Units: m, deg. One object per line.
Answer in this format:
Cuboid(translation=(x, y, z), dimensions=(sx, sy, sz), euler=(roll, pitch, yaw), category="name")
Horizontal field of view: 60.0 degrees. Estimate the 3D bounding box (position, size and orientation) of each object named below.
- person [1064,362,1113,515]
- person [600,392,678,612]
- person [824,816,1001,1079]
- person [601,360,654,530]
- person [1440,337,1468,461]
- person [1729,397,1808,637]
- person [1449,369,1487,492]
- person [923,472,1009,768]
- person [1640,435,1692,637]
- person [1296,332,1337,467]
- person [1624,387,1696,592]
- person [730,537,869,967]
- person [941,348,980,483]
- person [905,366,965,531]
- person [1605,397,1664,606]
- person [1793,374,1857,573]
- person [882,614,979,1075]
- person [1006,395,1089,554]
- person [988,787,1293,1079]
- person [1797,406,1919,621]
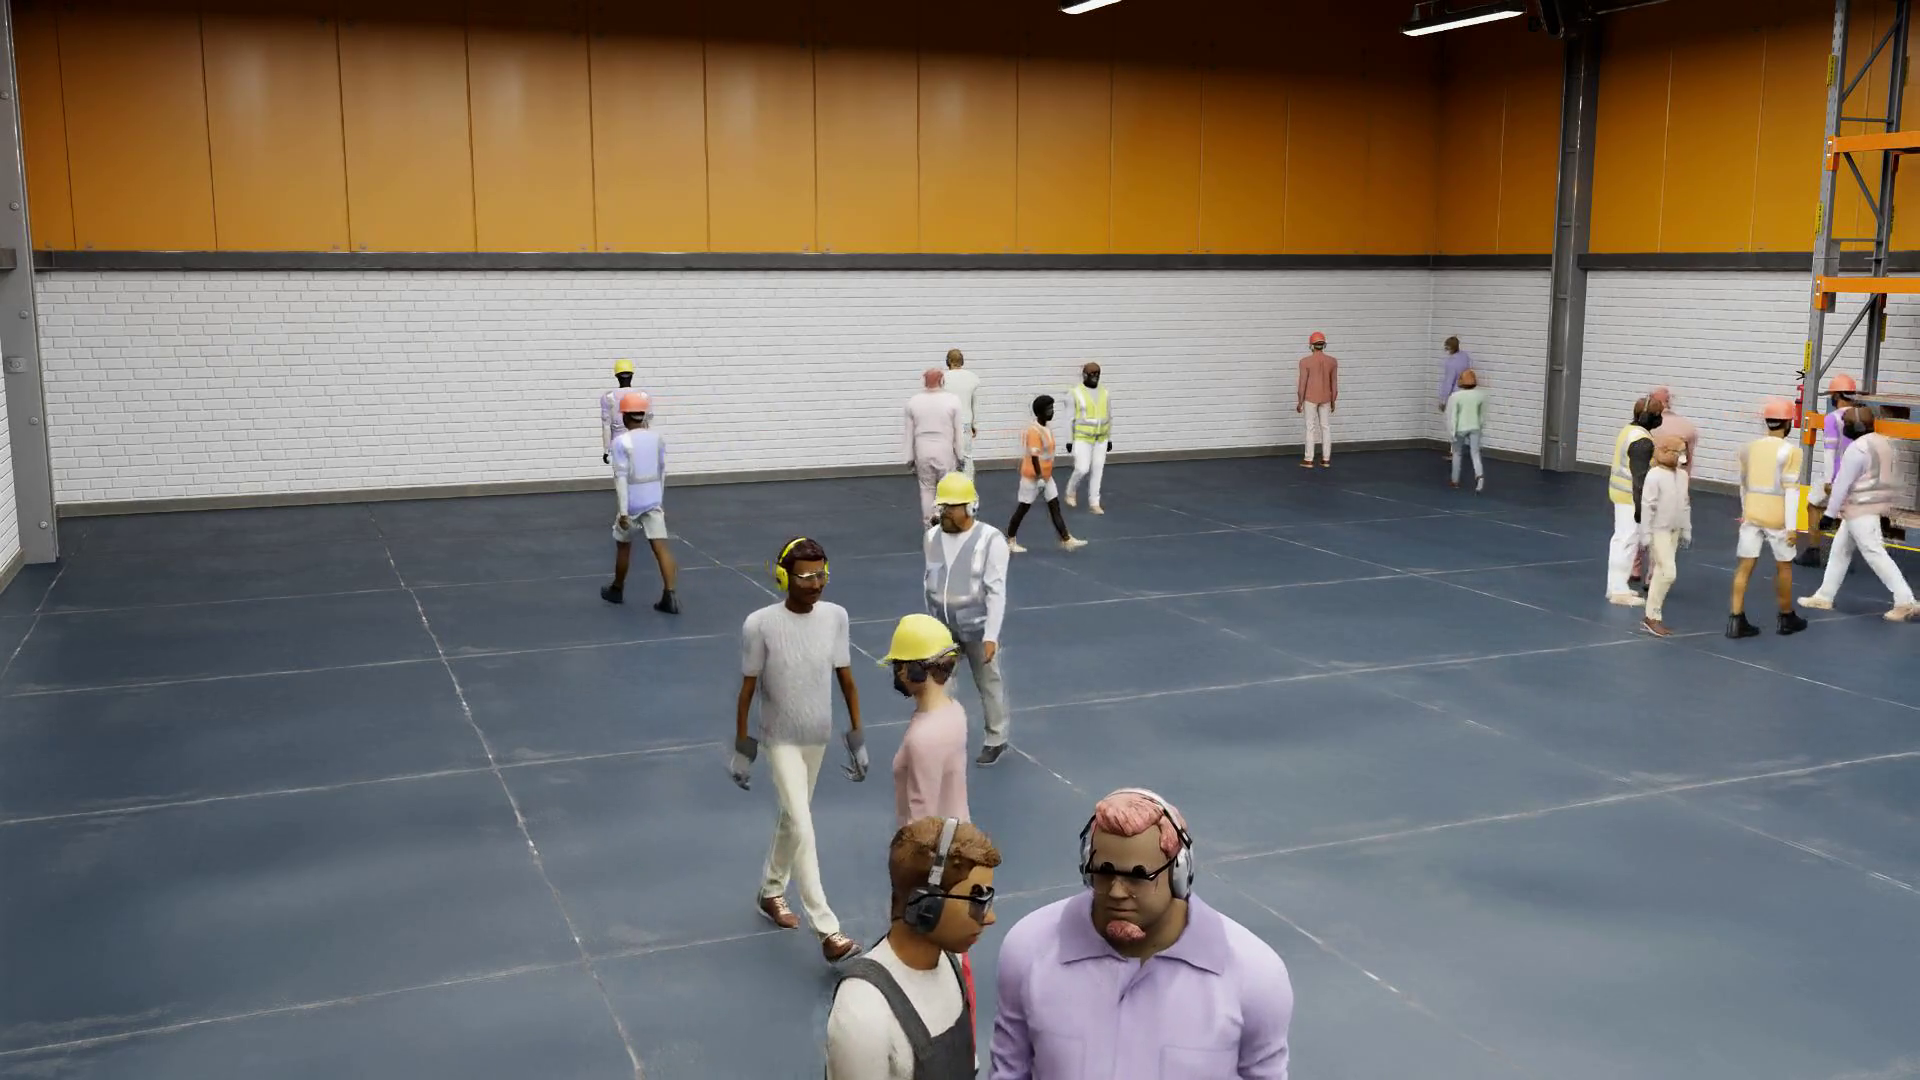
Cuboid(translation=(1.538, -1.221, 19.901), dimensions=(0.626, 1.828, 0.508), euler=(-4, 10, -25), category="person")
Cuboid(translation=(-2.771, -0.330, 14.346), dimensions=(0.561, 1.883, 1.012), euler=(-9, 13, -42), category="person")
Cuboid(translation=(-0.147, 1.474, 3.573), dimensions=(0.447, 1.819, 0.568), euler=(4, 10, 22), category="person")
Cuboid(translation=(-3.709, -1.050, 18.571), dimensions=(0.585, 1.920, 0.374), euler=(-4, 10, -23), category="person")
Cuboid(translation=(7.536, -2.136, 25.254), dimensions=(0.378, 1.897, 0.714), euler=(7, 12, 37), category="person")
Cuboid(translation=(6.511, -0.177, 13.292), dimensions=(0.870, 1.908, 0.586), euler=(-5, 11, -28), category="person")
Cuboid(translation=(6.710, -1.451, 21.943), dimensions=(0.496, 1.602, 0.765), euler=(0, 9, 0), category="person")
Cuboid(translation=(0.000, 0.502, 9.576), dimensions=(0.600, 1.784, 0.926), euler=(5, 11, 30), category="person")
Cuboid(translation=(5.665, -0.028, 13.255), dimensions=(0.522, 1.617, 0.425), euler=(-7, 11, -35), category="person")
Cuboid(translation=(5.247, -2.064, 24.493), dimensions=(0.623, 1.989, 0.400), euler=(-2, 10, -13), category="person")
Cuboid(translation=(6.353, -0.473, 15.284), dimensions=(0.660, 1.845, 0.947), euler=(2, 10, 13), category="person")
Cuboid(translation=(-0.652, 0.889, 7.158), dimensions=(0.548, 1.806, 0.985), euler=(-7, 12, -36), category="person")
Cuboid(translation=(-0.051, -1.424, 20.787), dimensions=(0.631, 1.939, 0.372), euler=(-4, 10, -25), category="person")
Cuboid(translation=(-0.271, -0.922, 17.861), dimensions=(0.663, 1.893, 0.516), euler=(2, 10, 14), category="person")
Cuboid(translation=(5.924, -0.344, 14.592), dimensions=(0.433, 1.833, 0.644), euler=(2, 10, 13), category="person")
Cuboid(translation=(8.493, -0.658, 16.206), dimensions=(0.551, 1.908, 0.724), euler=(-3, 10, -17), category="person")
Cuboid(translation=(-0.111, 1.133, 5.864), dimensions=(0.338, 1.752, 0.610), euler=(2, 10, 11), category="person")
Cuboid(translation=(0.847, -0.659, 17.005), dimensions=(0.888, 1.638, 0.555), euler=(4, 10, 22), category="person")
Cuboid(translation=(0.357, 1.443, 3.505), dimensions=(0.652, 1.906, 0.402), euler=(2, 10, 14), category="person")
Cuboid(translation=(7.671, -0.230, 14.026), dimensions=(0.970, 1.796, 0.635), euler=(9, 13, 44), category="person")
